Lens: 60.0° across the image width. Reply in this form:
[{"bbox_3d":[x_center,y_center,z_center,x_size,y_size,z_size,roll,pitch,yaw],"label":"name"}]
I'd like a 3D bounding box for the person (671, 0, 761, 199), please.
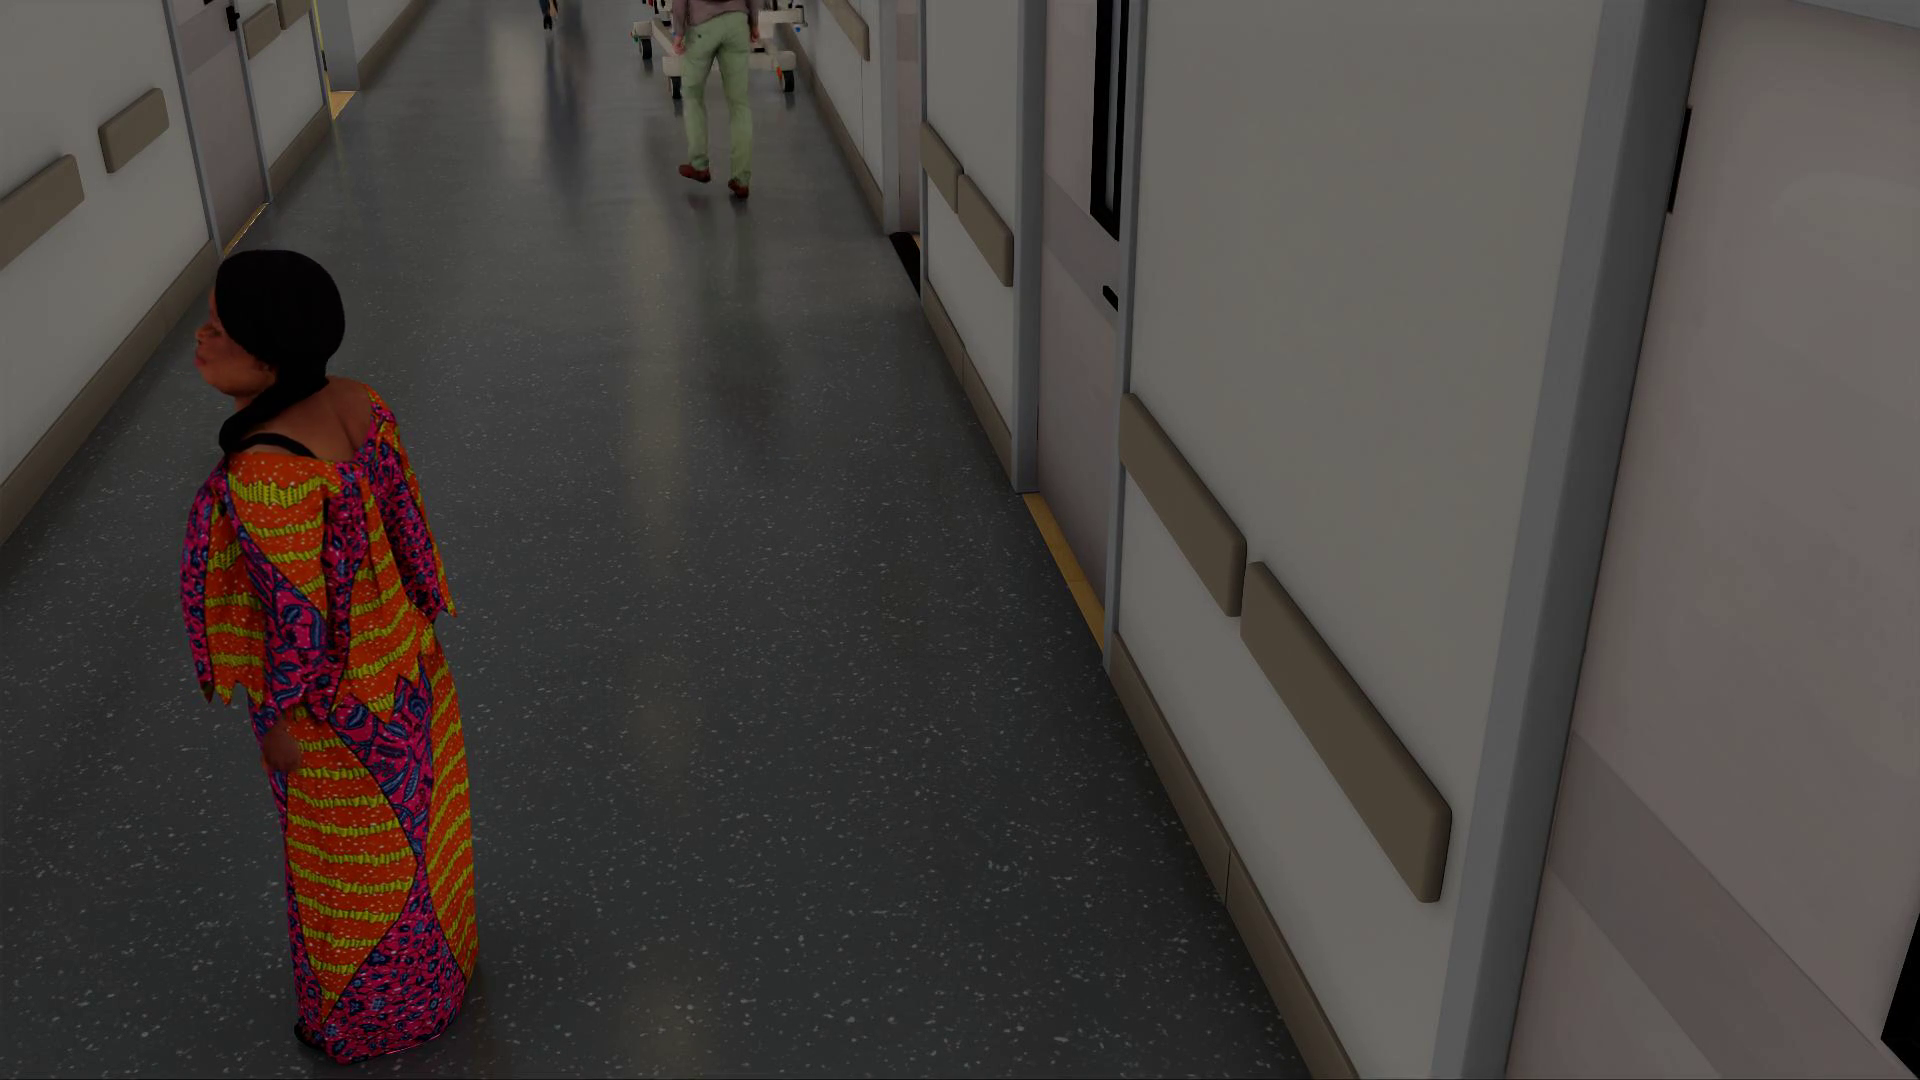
[{"bbox_3d":[-1.360,-2.872,9.480,0.911,1.850,0.906,-11,28,-22],"label":"person"}]

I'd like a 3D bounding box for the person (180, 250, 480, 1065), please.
[{"bbox_3d":[-1.247,0.229,3.244,0.690,1.681,0.682,-1,26,-1],"label":"person"}]
